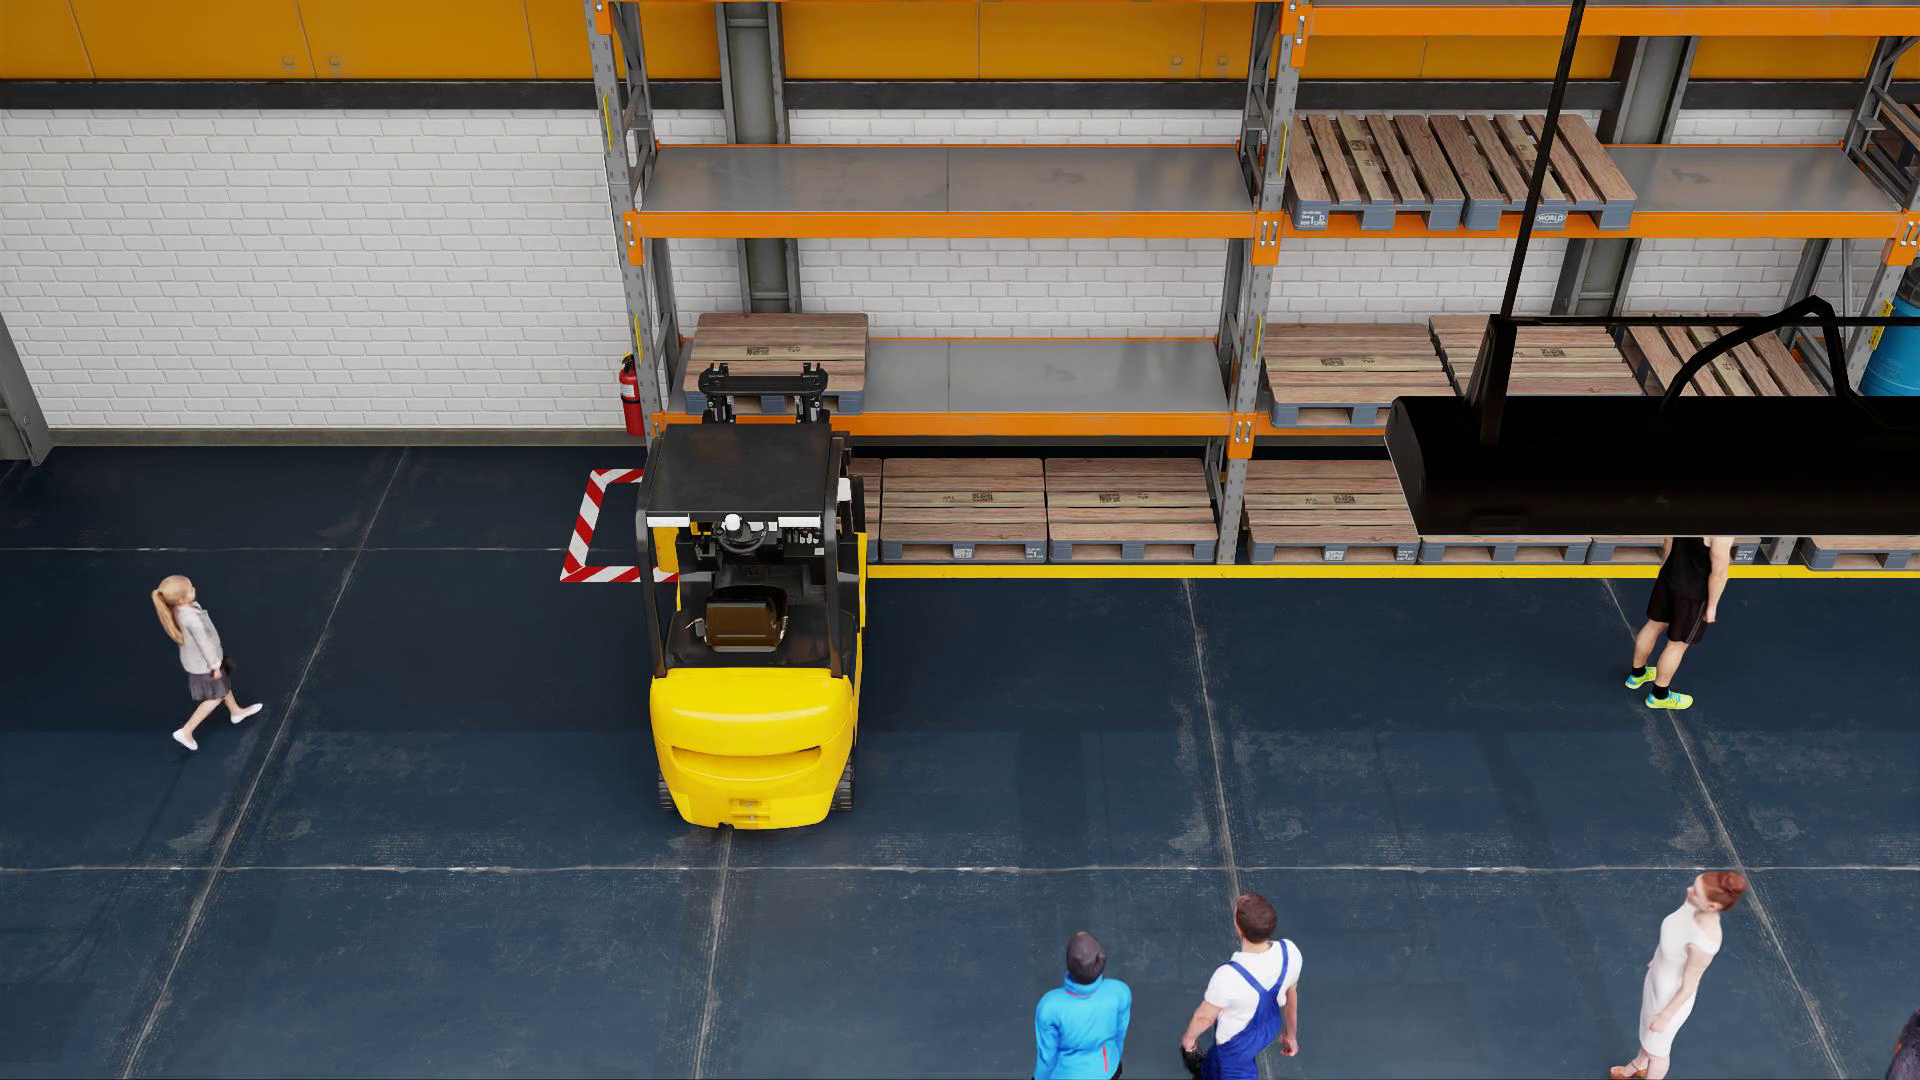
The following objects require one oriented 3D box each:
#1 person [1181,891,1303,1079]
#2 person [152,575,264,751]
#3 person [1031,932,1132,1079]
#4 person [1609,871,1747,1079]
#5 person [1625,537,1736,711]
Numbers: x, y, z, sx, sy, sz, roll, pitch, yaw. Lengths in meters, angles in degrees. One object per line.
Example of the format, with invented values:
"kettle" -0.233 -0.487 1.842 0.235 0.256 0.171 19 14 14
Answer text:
"person" 1.386 2.409 7.764 1.122 1.818 1.033 -18 42 -21
"person" -4.742 0.754 10.283 0.865 1.260 0.807 -32 48 -33
"person" 0.562 2.458 7.723 0.574 1.792 0.730 -10 40 -12
"person" 3.445 2.195 8.052 0.569 1.793 0.624 10 40 13
"person" 4.541 0.266 10.386 0.696 1.895 0.743 -11 40 -14
